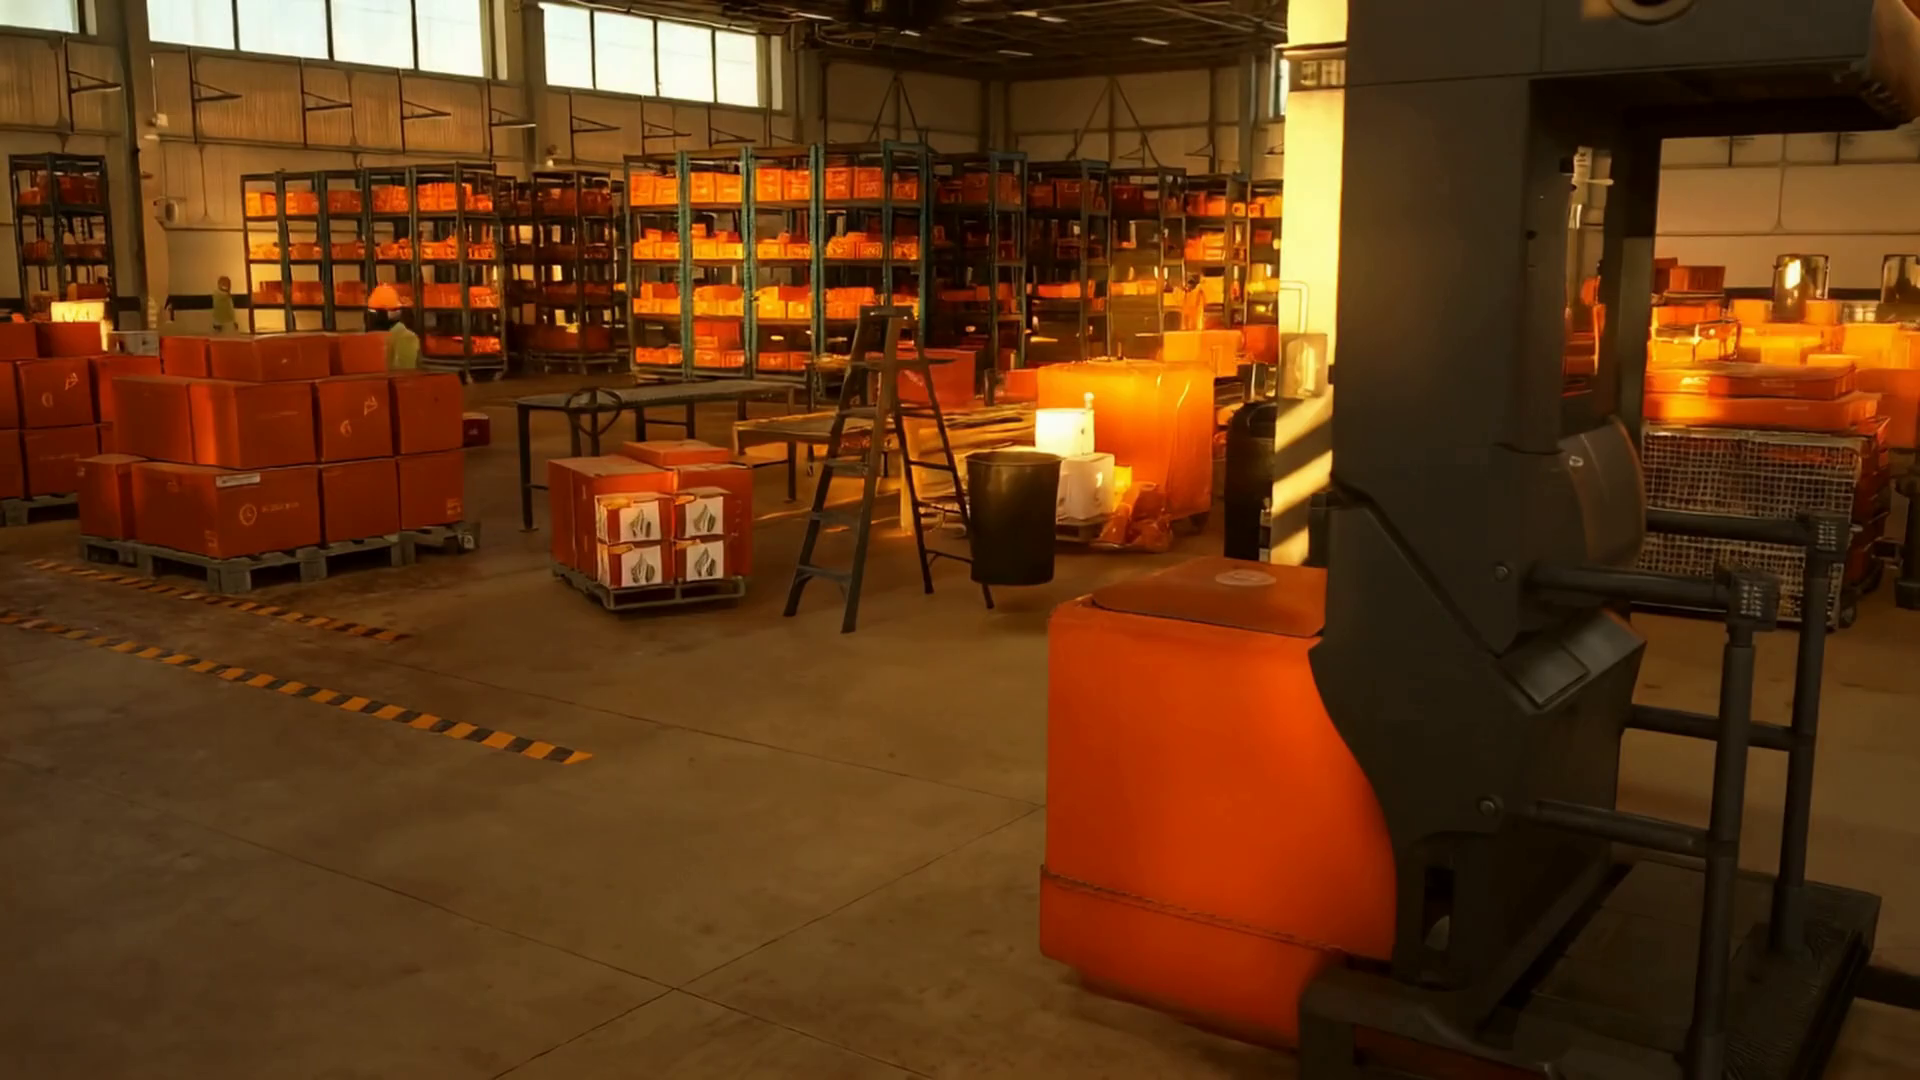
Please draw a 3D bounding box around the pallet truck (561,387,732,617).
[{"bbox_3d":[-1.981,-0.274,10.088,0.680,1.201,1.601,-5,11,-28],"label":"pallet truck"}]

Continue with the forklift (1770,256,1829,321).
[{"bbox_3d":[20.253,-5.854,40.139,1.157,1.987,2.680,7,12,35],"label":"forklift"}]

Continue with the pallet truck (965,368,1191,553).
[{"bbox_3d":[0.845,-0.609,11.869,1.630,1.274,0.653,7,12,35],"label":"pallet truck"}]

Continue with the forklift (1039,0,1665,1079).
[{"bbox_3d":[1.249,-0.137,4.360,1.873,2.768,1.129,7,12,35],"label":"forklift"}]

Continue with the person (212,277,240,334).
[{"bbox_3d":[-14.368,-4.296,32.624,0.590,1.699,0.912,7,12,37],"label":"person"}]

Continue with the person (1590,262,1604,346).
[{"bbox_3d":[15.161,-5.582,39.414,0.379,1.996,0.611,0,10,0],"label":"person"}]

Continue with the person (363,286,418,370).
[{"bbox_3d":[-4.549,-1.110,13.290,0.617,1.821,0.425,9,13,44],"label":"person"}]

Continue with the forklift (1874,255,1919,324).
[{"bbox_3d":[22.089,-5.634,38.796,1.157,1.987,2.680,6,11,33],"label":"forklift"}]

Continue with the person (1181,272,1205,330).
[{"bbox_3d":[3.768,-3.419,26.985,0.389,1.844,0.566,-2,10,-9],"label":"person"}]
